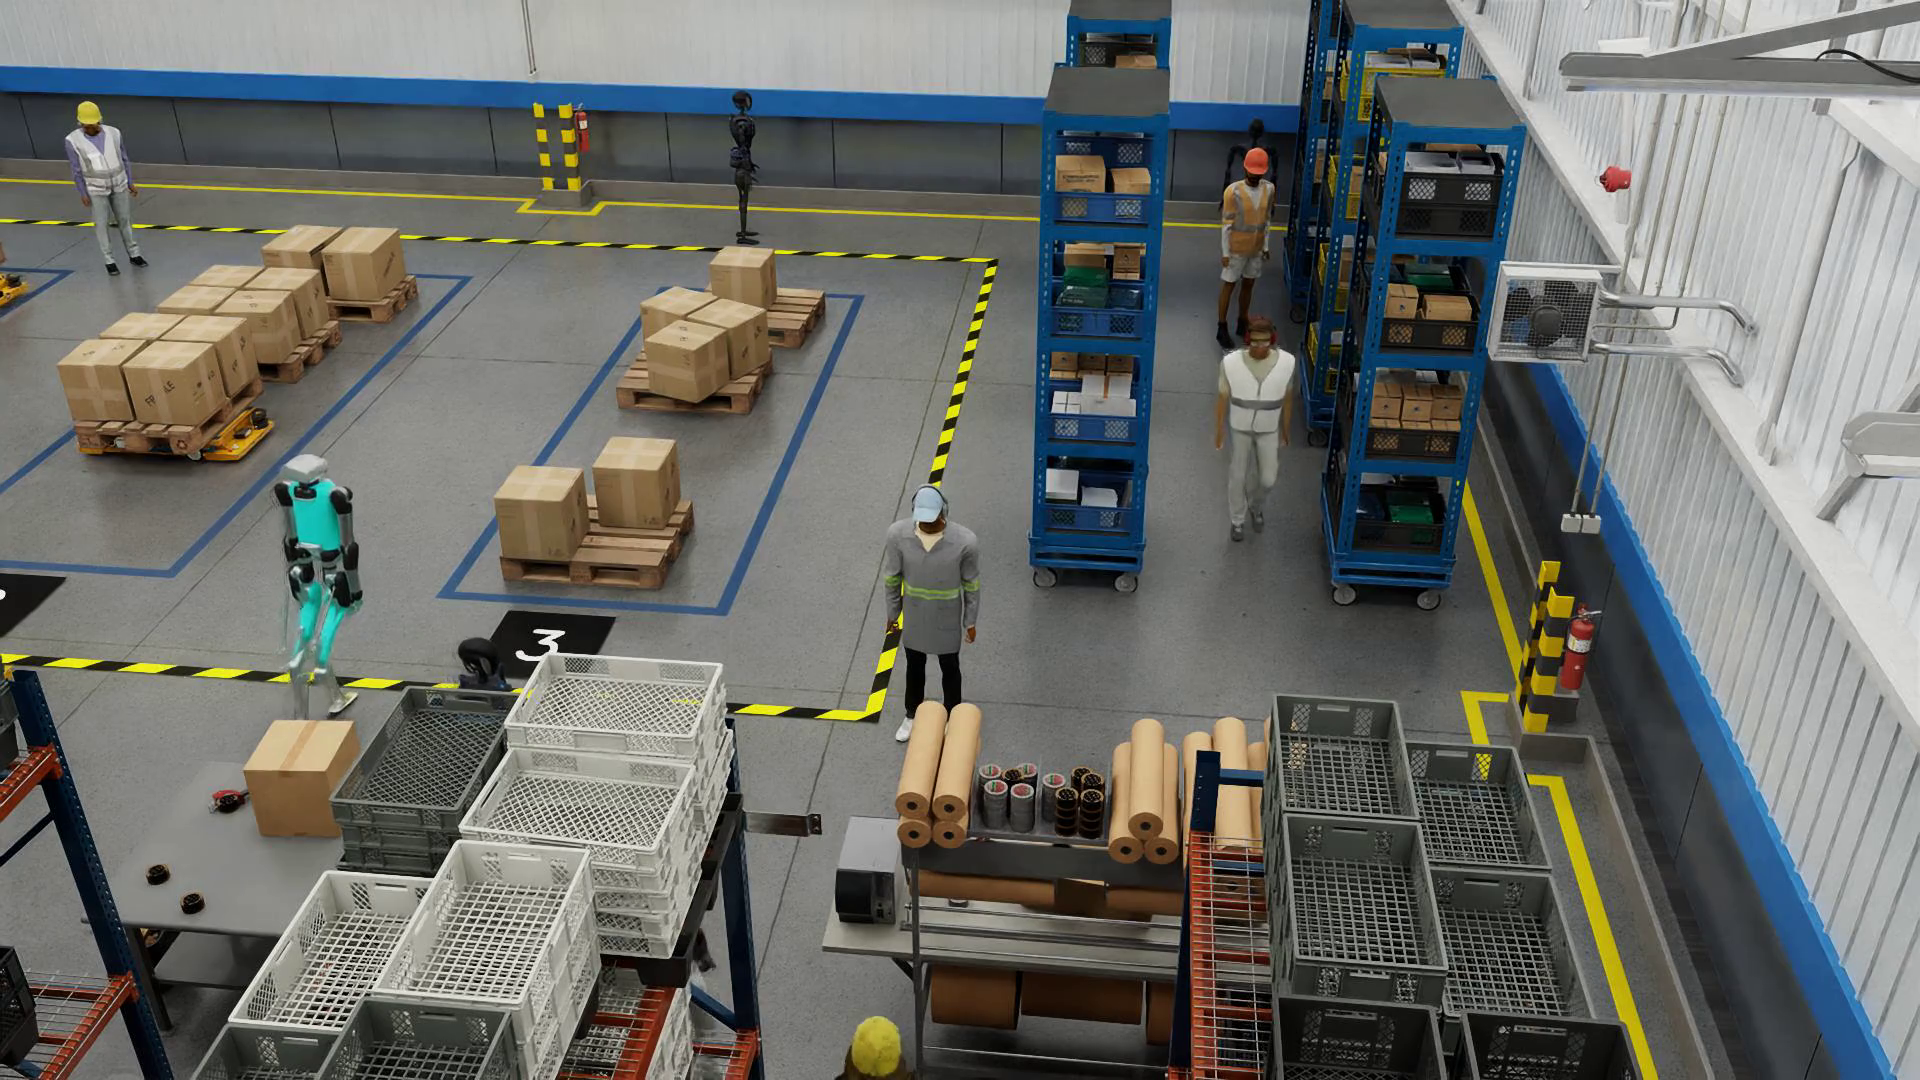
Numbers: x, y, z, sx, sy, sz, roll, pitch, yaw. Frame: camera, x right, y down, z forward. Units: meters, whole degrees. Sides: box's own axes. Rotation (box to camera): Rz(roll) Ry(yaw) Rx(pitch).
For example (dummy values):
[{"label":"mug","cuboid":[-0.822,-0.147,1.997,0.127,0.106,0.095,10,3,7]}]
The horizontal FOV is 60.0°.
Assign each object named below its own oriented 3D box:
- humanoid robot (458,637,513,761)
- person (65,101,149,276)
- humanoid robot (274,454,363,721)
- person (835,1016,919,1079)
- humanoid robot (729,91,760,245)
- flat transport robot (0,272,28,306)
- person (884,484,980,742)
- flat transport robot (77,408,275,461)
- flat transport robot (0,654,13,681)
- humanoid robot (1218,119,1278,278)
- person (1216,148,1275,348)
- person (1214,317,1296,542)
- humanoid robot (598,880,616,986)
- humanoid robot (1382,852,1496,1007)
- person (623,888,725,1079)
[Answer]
[{"label":"humanoid robot","cuboid":[-2.595,1.221,9.241,0.778,1.646,0.589,0,30,0]},{"label":"person","cuboid":[-8.981,-3.718,17.514,0.404,1.822,0.590,26,39,37]},{"label":"humanoid robot","cuboid":[-4.131,0.439,10.570,0.546,1.879,0.792,9,31,15]},{"label":"person","cuboid":[-0.320,2.625,6.712,0.488,1.729,0.490,-1,30,-2]},{"label":"humanoid robot","cuboid":[-2.373,-4.120,18.337,0.315,1.655,0.599,-2,30,-3]},{"label":"flat transport robot","cuboid":[-10.448,-2.573,17.065,1.431,0.197,0.652,3,30,6]},{"label":"person","cuboid":[-0.183,0.473,10.288,0.598,1.850,0.394,6,31,10]},{"label":"flat transport robot","cuboid":[-6.728,-0.944,14.268,1.431,0.197,0.652,3,30,6]},{"label":"flat transport robot","cuboid":[-7.142,0.969,11.010,1.431,0.231,0.659,3,30,6]},{"label":"humanoid robot","cuboid":[3.034,-3.641,17.542,0.588,1.641,0.618,3,30,6]},{"label":"person","cuboid":[2.724,-2.780,15.796,0.543,1.932,0.372,-13,33,-21]},{"label":"person","cuboid":[2.205,-0.822,12.524,0.588,1.835,0.465,1,30,1]},{"label":"humanoid robot","cuboid":[-1.860,1.675,8.402,0.472,1.646,0.605,-7,31,-11]},{"label":"humanoid robot","cuboid":[2.216,2.076,7.710,0.598,1.636,0.585,5,31,9]},{"label":"person","cuboid":[-1.326,2.002,7.685,0.609,1.835,0.510,19,35,29]}]
